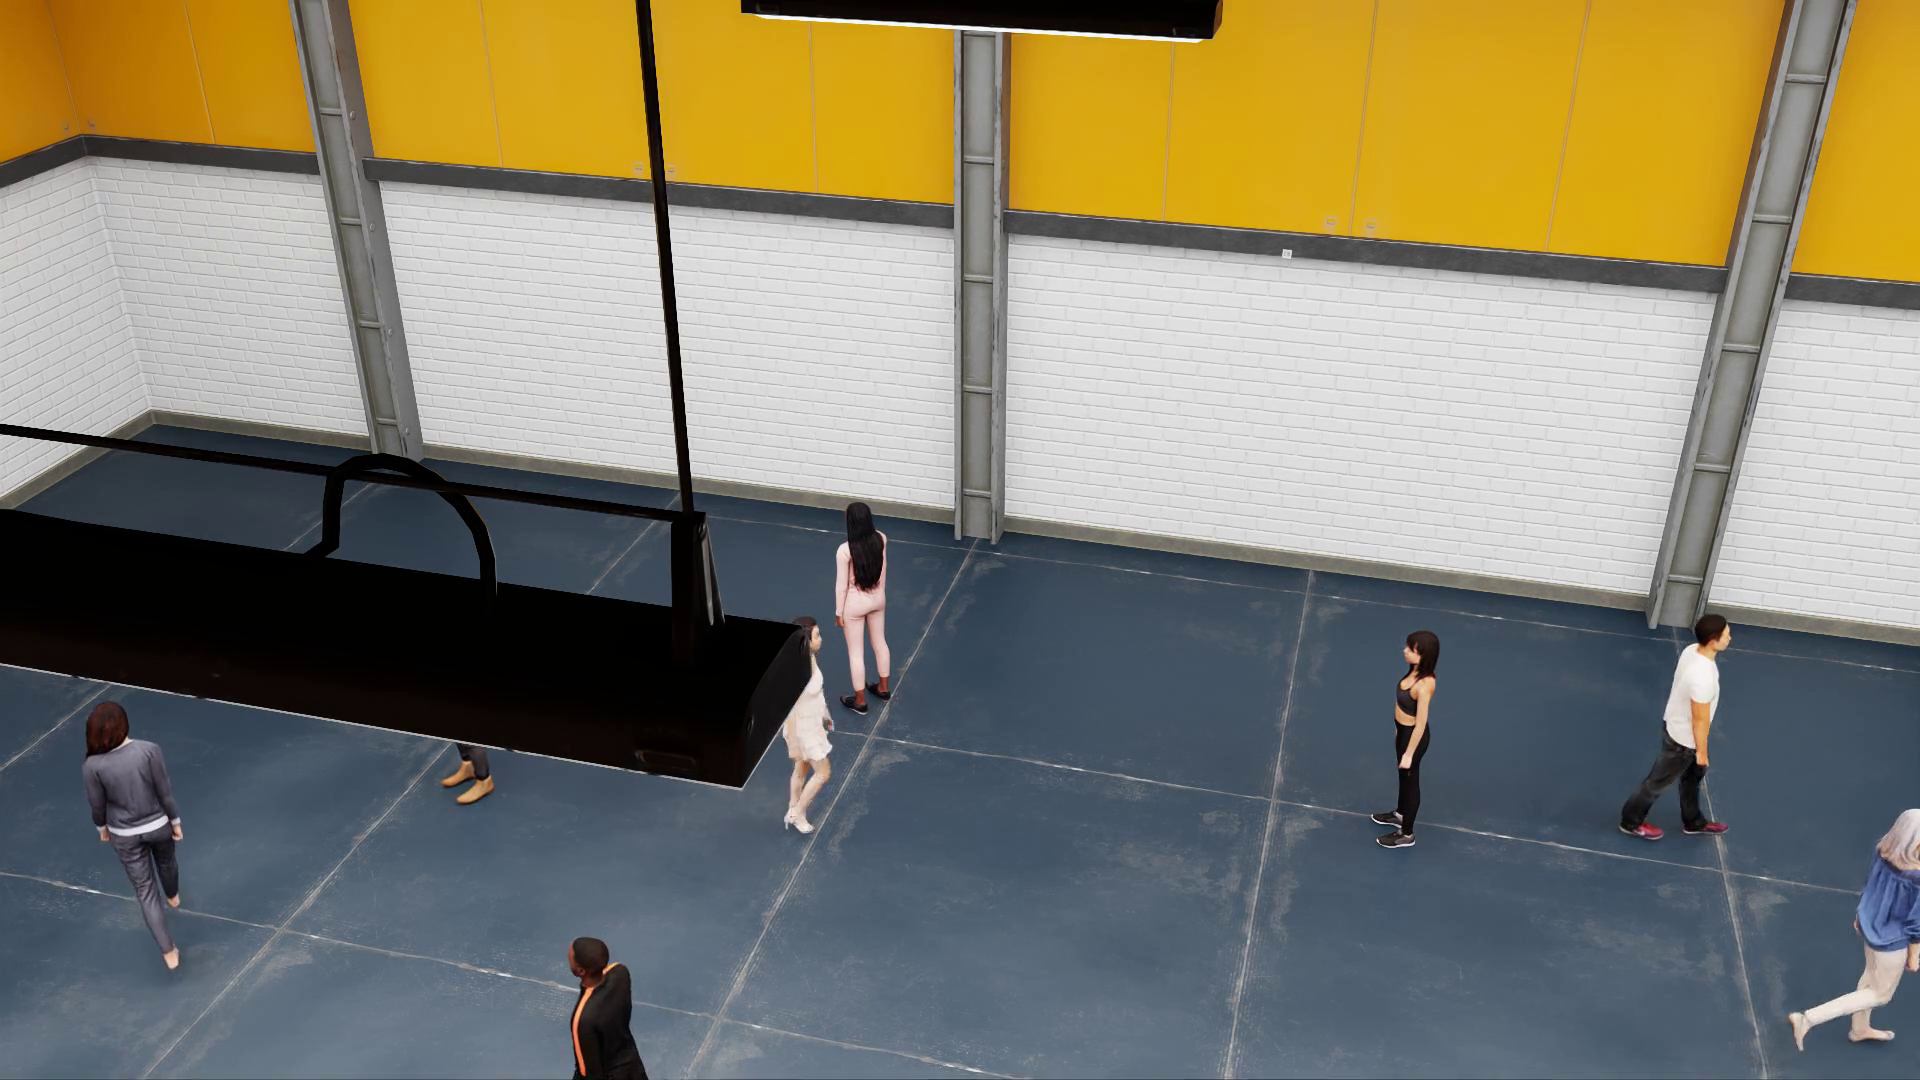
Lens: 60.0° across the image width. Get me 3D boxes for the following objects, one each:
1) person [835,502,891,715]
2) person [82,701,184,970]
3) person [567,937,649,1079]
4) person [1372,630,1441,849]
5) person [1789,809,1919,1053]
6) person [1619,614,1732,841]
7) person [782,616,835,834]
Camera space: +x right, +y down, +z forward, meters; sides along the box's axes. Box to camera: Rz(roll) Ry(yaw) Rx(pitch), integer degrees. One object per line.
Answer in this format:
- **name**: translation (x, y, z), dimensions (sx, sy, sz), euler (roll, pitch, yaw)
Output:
- **person**: translation (-0.721, 0.496, 12.506), dimensions (0.684, 1.718, 0.691), euler (-24, 37, -37)
- **person**: translation (-4.954, 1.805, 10.100), dimensions (1.131, 1.723, 1.186), euler (-15, 32, -26)
- **person**: translation (-1.669, 2.723, 8.372), dimensions (1.282, 1.767, 0.822), euler (14, 32, 24)
- **person**: translation (3.016, 1.313, 11.085), dimensions (0.528, 1.644, 0.582), euler (3, 29, 6)
- **person**: translation (5.119, 2.242, 9.354), dimensions (1.049, 1.681, 0.811), euler (-2, 29, -4)
- **person**: translation (4.718, 1.256, 11.054), dimensions (0.936, 1.783, 0.704), euler (9, 30, 16)
- **person**: translation (-1.130, 1.257, 11.105), dimensions (0.634, 1.723, 0.619), euler (2, 29, 4)
